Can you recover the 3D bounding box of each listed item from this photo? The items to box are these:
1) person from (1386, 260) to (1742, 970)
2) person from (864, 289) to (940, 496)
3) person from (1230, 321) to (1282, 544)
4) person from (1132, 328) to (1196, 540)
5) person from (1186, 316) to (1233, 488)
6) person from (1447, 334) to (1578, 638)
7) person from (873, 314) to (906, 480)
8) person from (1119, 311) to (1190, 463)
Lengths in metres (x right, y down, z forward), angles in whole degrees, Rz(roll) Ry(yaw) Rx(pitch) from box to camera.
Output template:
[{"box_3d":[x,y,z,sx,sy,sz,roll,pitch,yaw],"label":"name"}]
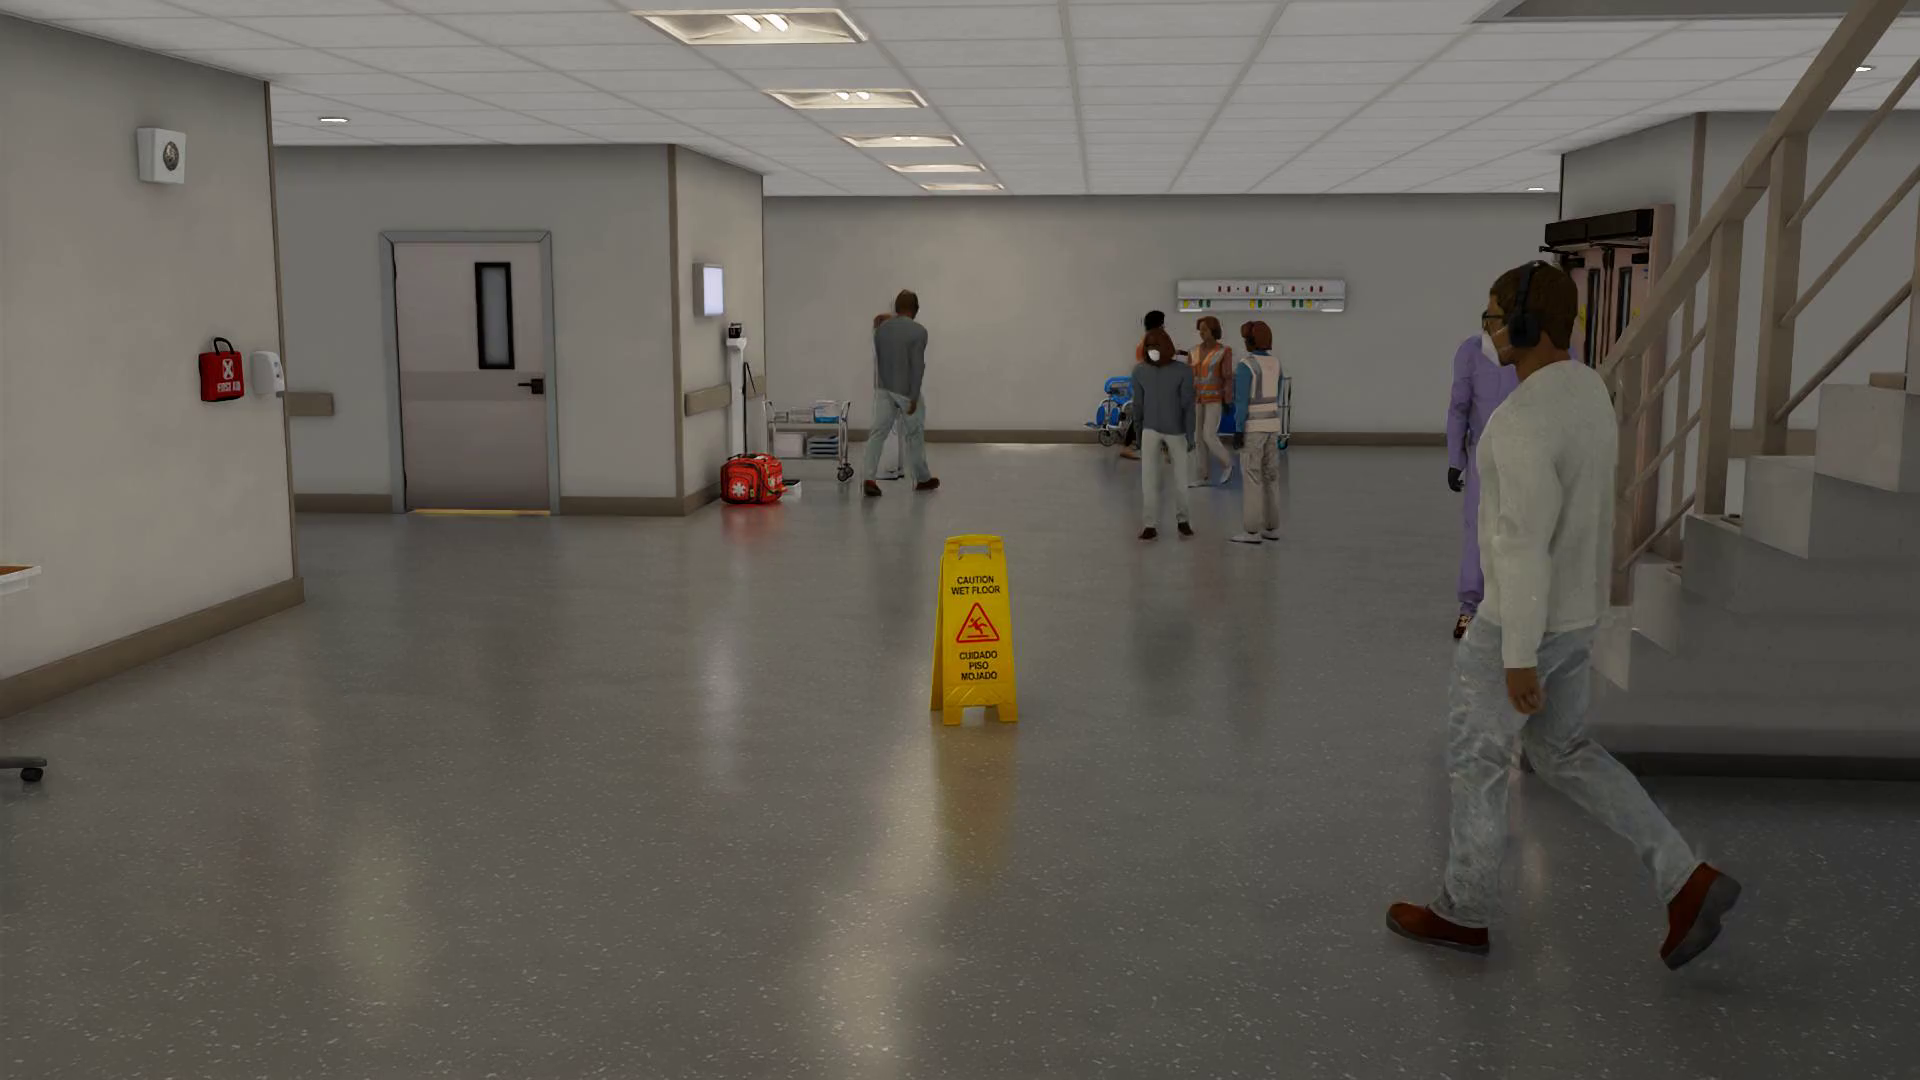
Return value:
[{"box_3d":[1.597,0.223,4.401,0.832,1.918,0.641,7,11,38],"label":"person"},{"box_3d":[-0.567,-1.336,15.160,0.644,1.883,1.062,6,10,33],"label":"person"},{"box_3d":[2.189,-0.791,12.237,0.319,1.634,0.525,8,12,44],"label":"person"},{"box_3d":[1.550,-0.799,12.473,0.505,1.581,0.602,3,9,22],"label":"person"},{"box_3d":[2.330,-1.294,15.669,0.383,1.627,0.517,-7,11,-40],"label":"person"},{"box_3d":[2.888,-0.414,8.729,0.651,1.906,0.403,2,9,15],"label":"person"},{"box_3d":[-0.695,-1.407,16.400,0.314,1.636,0.515,3,9,19],"label":"person"},{"box_3d":[2.103,-1.668,18.122,0.865,1.651,0.539,4,9,25],"label":"person"}]
